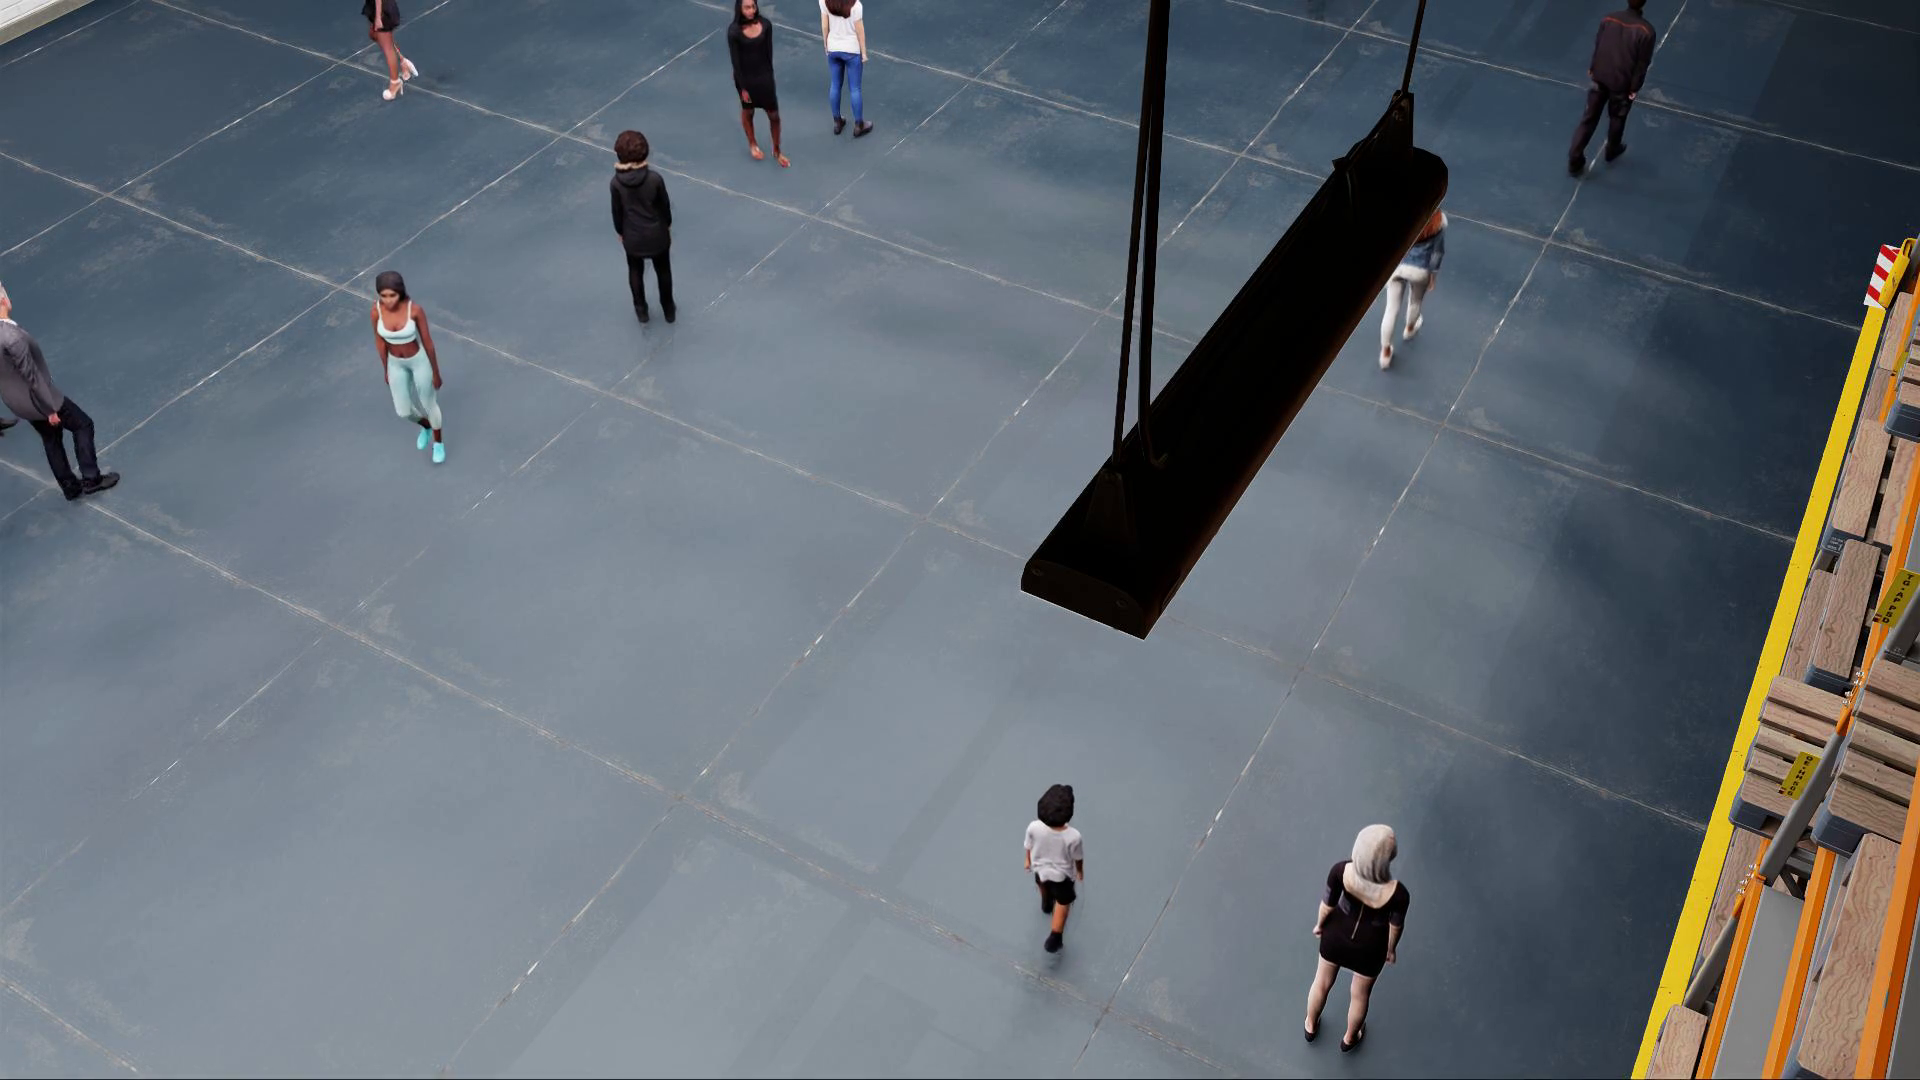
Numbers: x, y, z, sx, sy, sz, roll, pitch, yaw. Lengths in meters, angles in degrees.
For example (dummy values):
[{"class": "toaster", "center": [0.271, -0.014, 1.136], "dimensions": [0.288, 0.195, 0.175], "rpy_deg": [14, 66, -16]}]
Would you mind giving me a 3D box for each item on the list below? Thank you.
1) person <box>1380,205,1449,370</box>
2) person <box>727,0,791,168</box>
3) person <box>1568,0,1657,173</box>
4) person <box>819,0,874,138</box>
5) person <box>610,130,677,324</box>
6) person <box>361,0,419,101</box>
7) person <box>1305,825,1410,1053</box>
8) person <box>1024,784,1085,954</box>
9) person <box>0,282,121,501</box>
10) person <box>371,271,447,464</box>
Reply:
[{"class": "person", "center": [3.543, -2.087, 13.199], "dimensions": [0.694, 1.677, 0.955], "rpy_deg": [17, 46, 17]}, {"class": "person", "center": [-1.978, -4.341, 15.546], "dimensions": [0.854, 1.704, 0.880], "rpy_deg": [-20, 47, -20]}, {"class": "person", "center": [5.981, -4.218, 15.335], "dimensions": [0.887, 1.816, 1.079], "rpy_deg": [34, 53, 31]}, {"class": "person", "center": [-1.101, -4.648, 15.883], "dimensions": [0.620, 1.683, 0.556], "rpy_deg": [16, 46, 16]}, {"class": "person", "center": [-2.553, -2.519, 13.581], "dimensions": [0.765, 1.776, 0.814], "rpy_deg": [-4, 44, -5]}, {"class": "person", "center": [-5.669, -5.241, 16.435], "dimensions": [0.786, 1.780, 0.739], "rpy_deg": [-21, 48, -21]}, {"class": "person", "center": [2.064, 2.094, 8.700], "dimensions": [0.602, 1.829, 0.520], "rpy_deg": [18, 47, 18]}, {"class": "person", "center": [0.525, 1.854, 9.375], "dimensions": [0.621, 1.246, 0.840], "rpy_deg": [10, 45, 10]}, {"class": "person", "center": [-6.719, -0.999, 11.960], "dimensions": [0.737, 1.811, 0.657], "rpy_deg": [24, 49, 23]}, {"class": "person", "center": [-4.067, -1.331, 12.380], "dimensions": [0.713, 1.713, 0.753], "rpy_deg": [-1, 44, -1]}]
